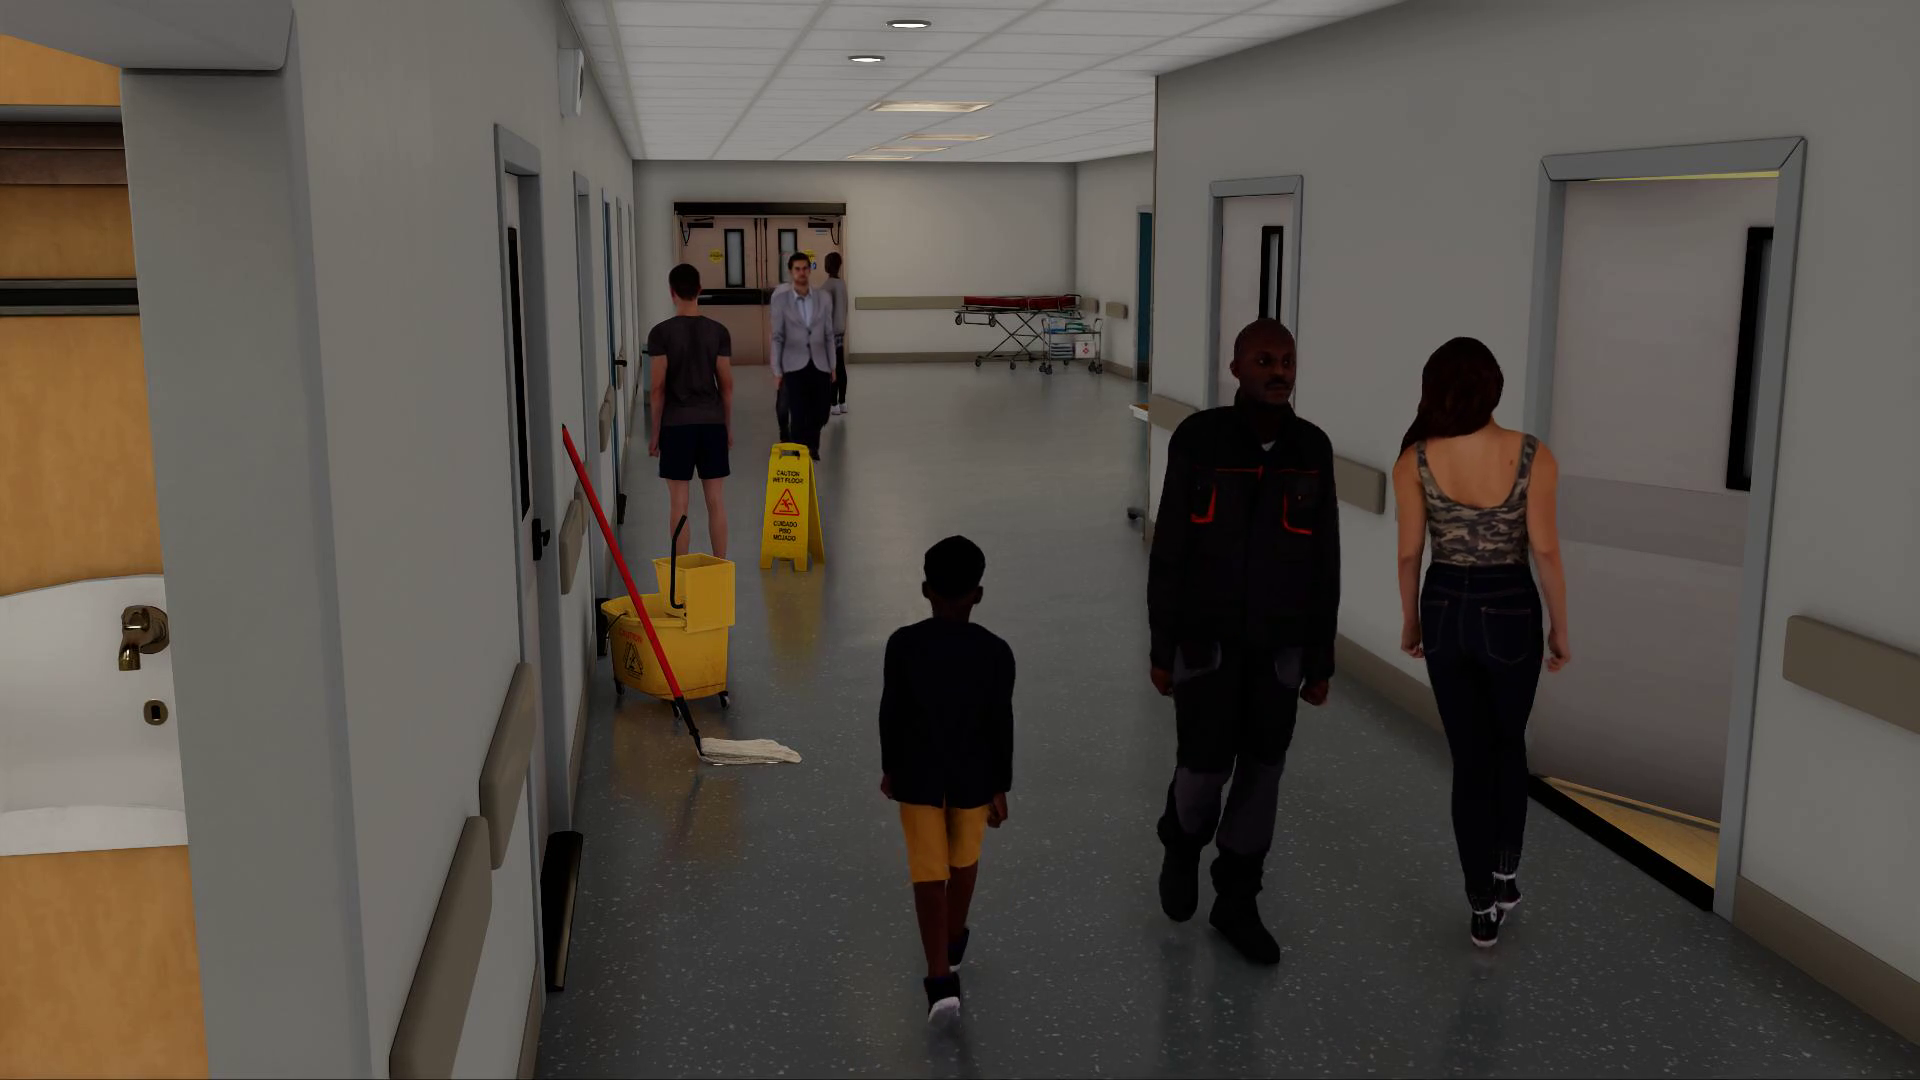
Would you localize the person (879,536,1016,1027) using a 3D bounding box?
[{"bbox_3d":[-0.039,0.636,4.364,0.537,1.252,0.878,-1,11,-8],"label":"person"}]

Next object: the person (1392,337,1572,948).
[{"bbox_3d":[1.462,0.318,4.738,0.795,1.737,0.816,5,12,23],"label":"person"}]

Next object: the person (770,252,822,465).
[{"bbox_3d":[-1.428,-1.591,14.608,0.706,1.809,1.173,-3,11,-14],"label":"person"}]

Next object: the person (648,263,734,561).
[{"bbox_3d":[-1.505,-0.619,9.354,0.704,1.858,0.653,-5,12,-27],"label":"person"}]

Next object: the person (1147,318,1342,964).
[{"bbox_3d":[0.784,0.261,4.825,0.698,1.817,0.737,-1,11,-7],"label":"person"}]

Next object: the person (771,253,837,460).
[{"bbox_3d":[-1.270,-1.401,13.549,0.767,1.830,1.022,-3,11,-17],"label":"person"}]

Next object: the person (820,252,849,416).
[{"bbox_3d":[-1.389,-2.280,18.336,0.758,1.772,0.657,5,12,23],"label":"person"}]
